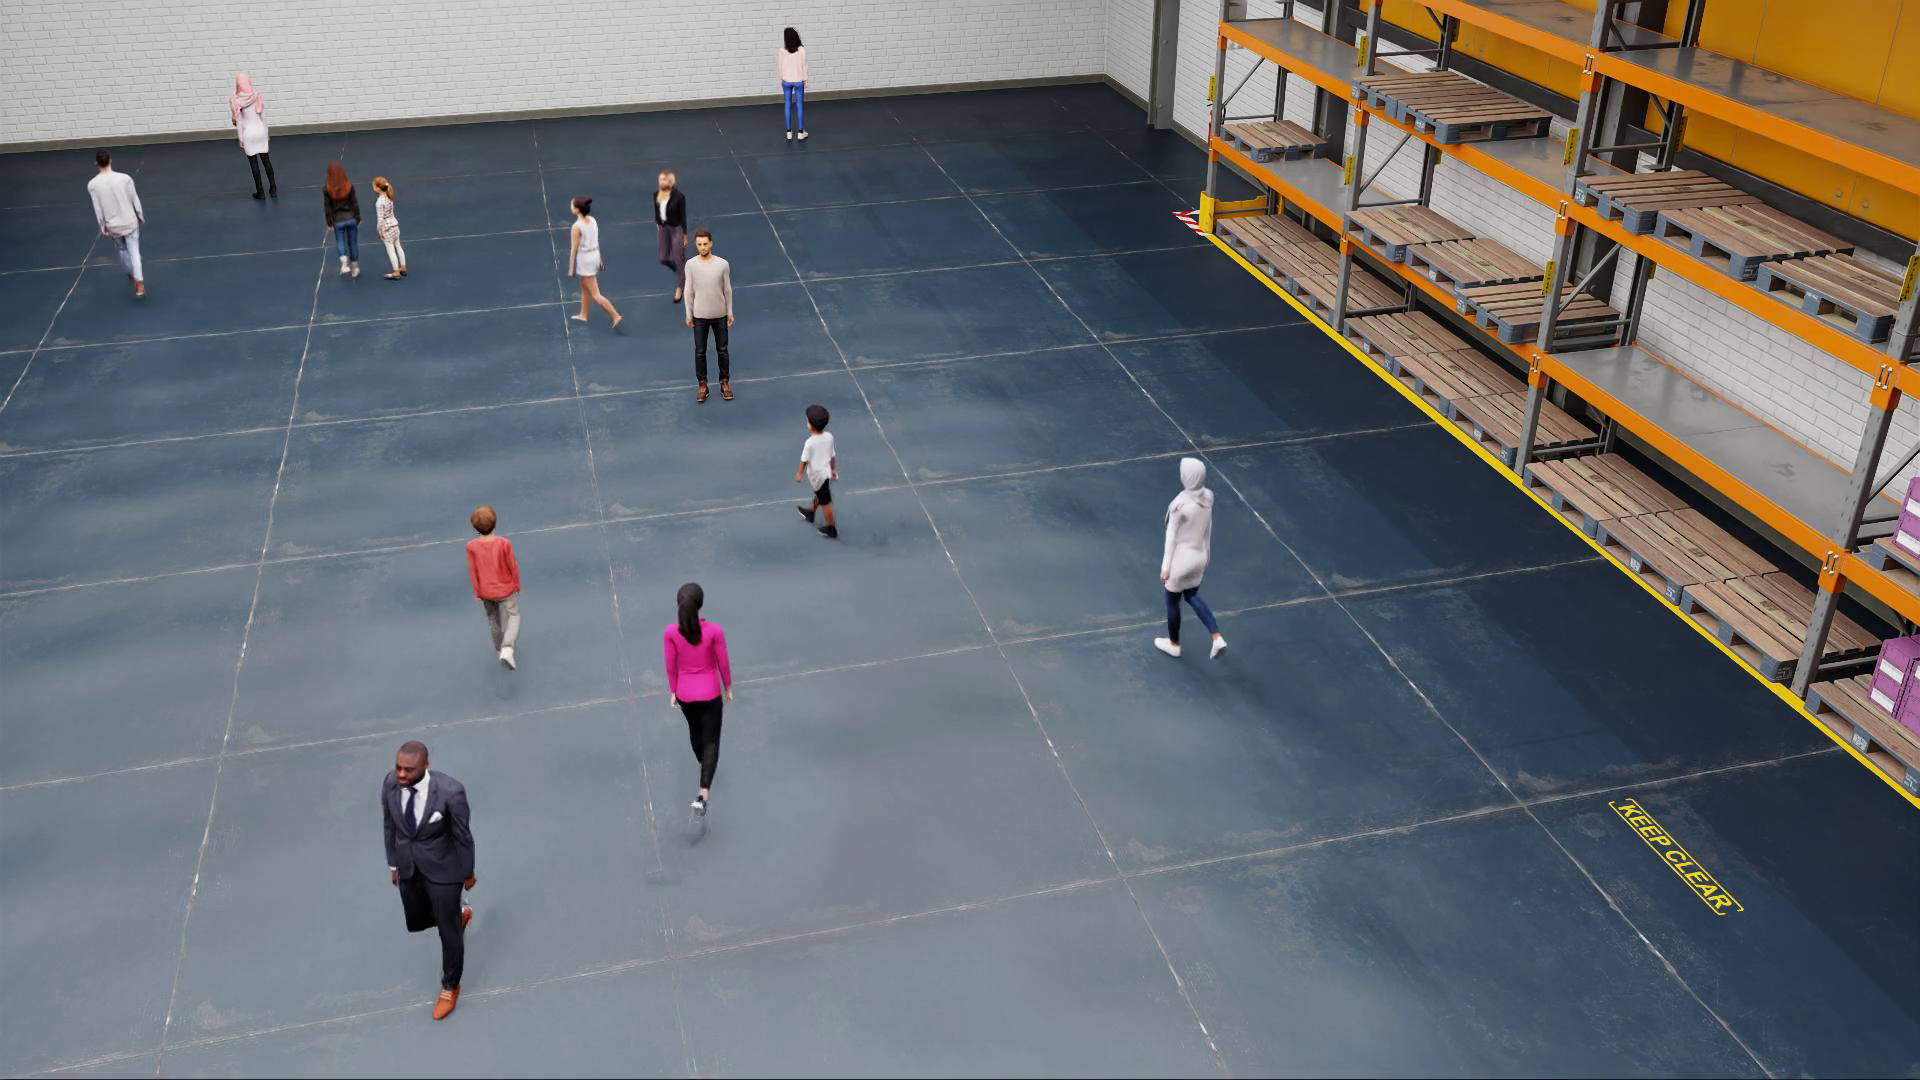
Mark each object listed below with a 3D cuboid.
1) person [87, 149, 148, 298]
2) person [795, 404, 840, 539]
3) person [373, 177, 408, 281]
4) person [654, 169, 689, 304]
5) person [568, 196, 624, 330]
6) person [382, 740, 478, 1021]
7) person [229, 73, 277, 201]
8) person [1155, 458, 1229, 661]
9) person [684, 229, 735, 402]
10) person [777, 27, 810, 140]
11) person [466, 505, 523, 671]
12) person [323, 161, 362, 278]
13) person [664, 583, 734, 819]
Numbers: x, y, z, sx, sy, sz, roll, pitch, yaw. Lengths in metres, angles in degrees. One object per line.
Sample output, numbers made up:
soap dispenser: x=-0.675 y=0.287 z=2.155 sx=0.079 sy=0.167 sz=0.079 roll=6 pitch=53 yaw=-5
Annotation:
person: x=-10.244 y=-3.853 z=20.352 sx=0.749 sy=1.814 sz=1.165 roll=-10 pitch=30 yaw=-18
person: x=-1.215 y=-0.592 z=14.979 sx=0.858 sy=1.235 sz=0.753 roll=20 pitch=34 yaw=32
person: x=-7.234 y=-3.964 z=21.084 sx=0.648 sy=1.308 sz=0.541 roll=4 pitch=29 yaw=8
person: x=-3.450 y=-3.729 z=20.285 sx=0.797 sy=1.660 sz=0.868 roll=11 pitch=30 yaw=19
person: x=-4.275 y=-3.211 z=19.426 sx=1.059 sy=1.573 sz=1.048 roll=12 pitch=31 yaw=21
person: x=-3.090 y=1.899 z=9.812 sx=0.950 sy=1.809 sz=1.068 roll=7 pitch=29 yaw=12
person: x=-10.180 y=-5.826 z=23.980 sx=0.762 sy=1.804 sz=0.737 roll=25 pitch=37 yaw=38
person: x=1.827 y=0.207 z=12.967 sx=0.834 sy=1.759 sz=1.016 roll=-21 pitch=35 yaw=-33
person: x=-2.650 y=-2.391 z=17.617 sx=0.671 sy=1.867 sz=0.575 roll=-5 pitch=29 yaw=-9
person: x=-2.703 y=-7.389 z=26.880 sx=0.726 sy=1.771 sz=0.682 roll=4 pitch=29 yaw=8
person: x=-3.621 y=0.400 z=12.978 sx=0.612 sy=1.410 sz=0.785 roll=-2 pitch=29 yaw=-3
person: x=-7.783 y=-4.039 z=21.050 sx=0.593 sy=1.472 sz=0.552 roll=-12 pitch=31 yaw=-20
person: x=-1.805 y=1.117 z=11.391 sx=0.803 sy=1.671 sz=1.140 roll=2 pitch=29 yaw=3
